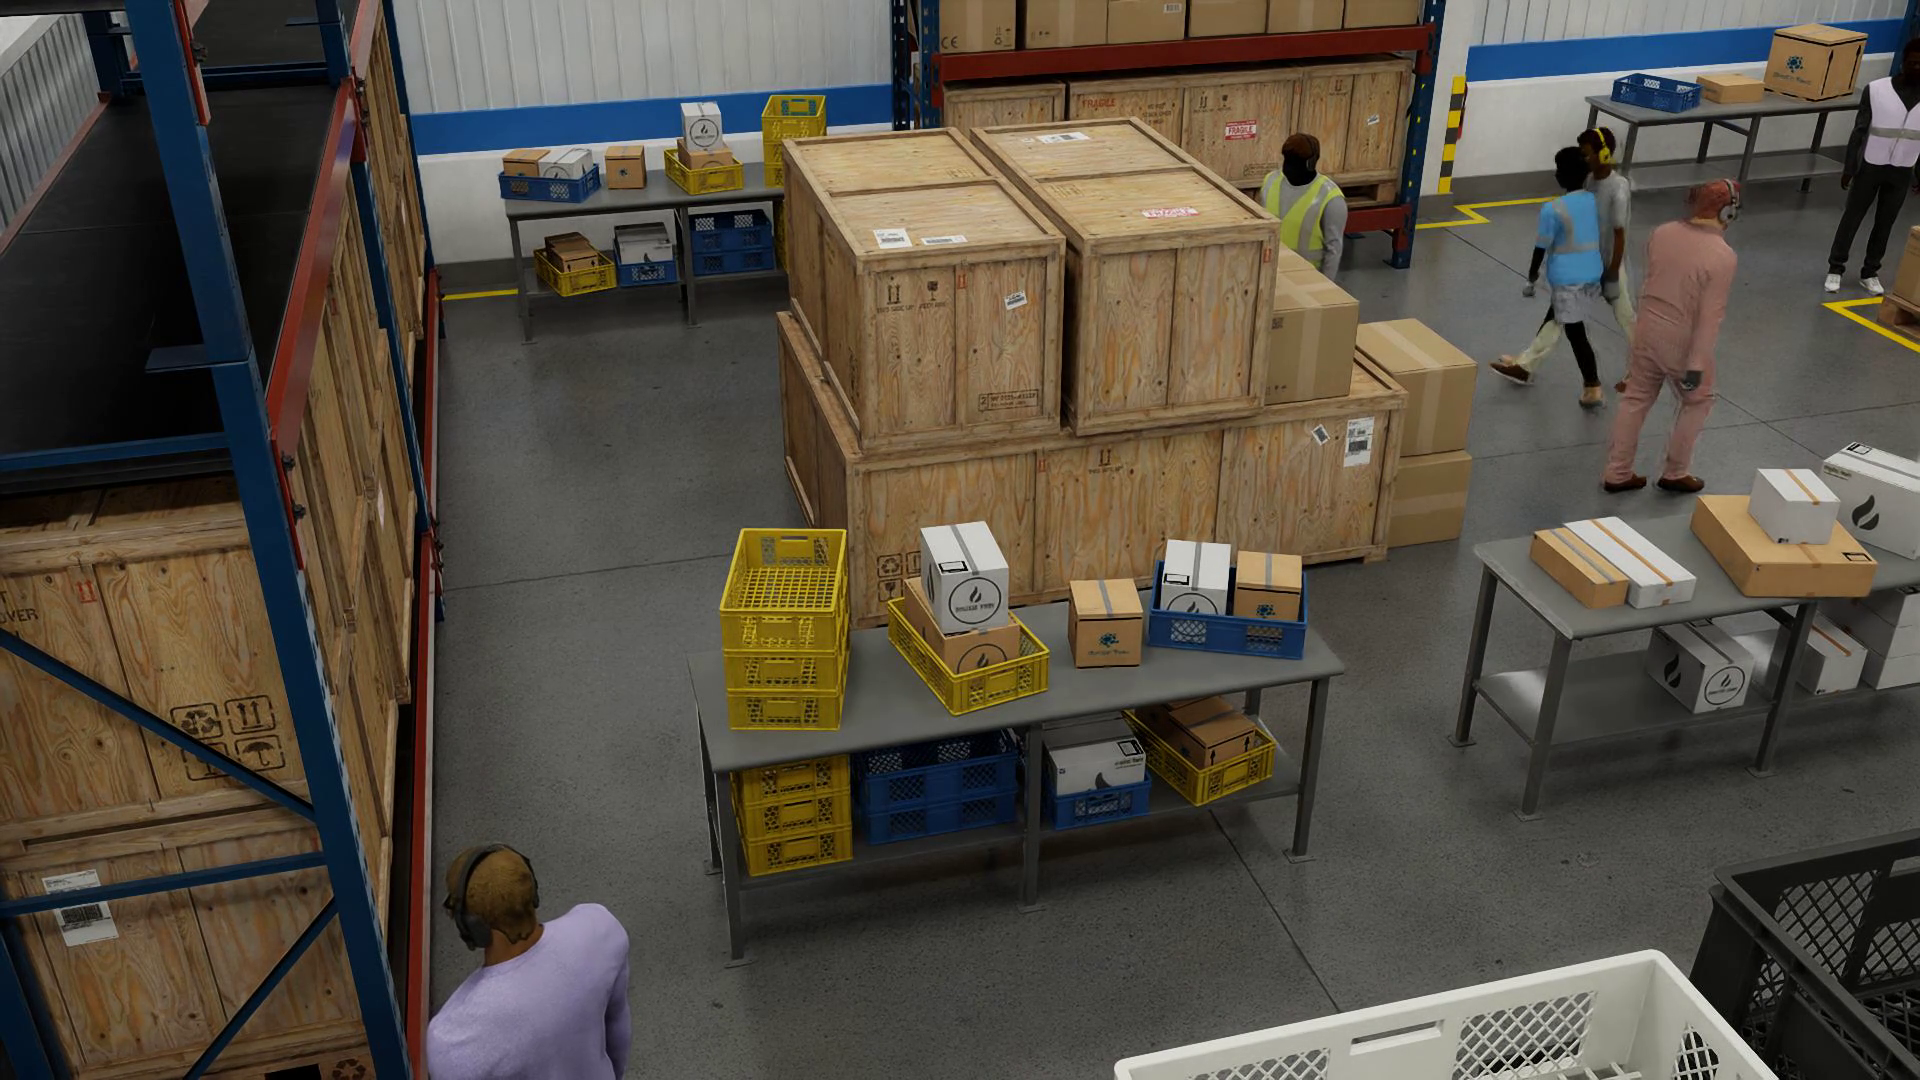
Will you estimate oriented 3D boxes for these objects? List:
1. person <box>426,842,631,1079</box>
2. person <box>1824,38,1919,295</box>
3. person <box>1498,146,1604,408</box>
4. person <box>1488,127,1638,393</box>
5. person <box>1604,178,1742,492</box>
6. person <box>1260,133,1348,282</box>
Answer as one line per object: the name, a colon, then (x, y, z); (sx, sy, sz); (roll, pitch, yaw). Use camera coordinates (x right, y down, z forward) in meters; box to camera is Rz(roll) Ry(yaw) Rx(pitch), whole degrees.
person: (-1.114, 1.603, 4.468); (0.372, 1.936, 0.627); (17, 33, 28)
person: (6.938, -2.797, 12.469); (0.598, 1.917, 0.375); (5, 29, 9)
person: (3.979, -1.700, 10.780); (0.537, 1.626, 0.942); (-15, 32, -25)
person: (4.136, -1.801, 10.825); (1.122, 1.759, 0.534); (-4, 29, -8)
person: (4.147, -1.146, 9.507); (0.730, 1.874, 0.656); (-12, 31, -20)
person: (2.074, -1.642, 10.452); (0.430, 1.844, 0.624); (-24, 37, -37)
